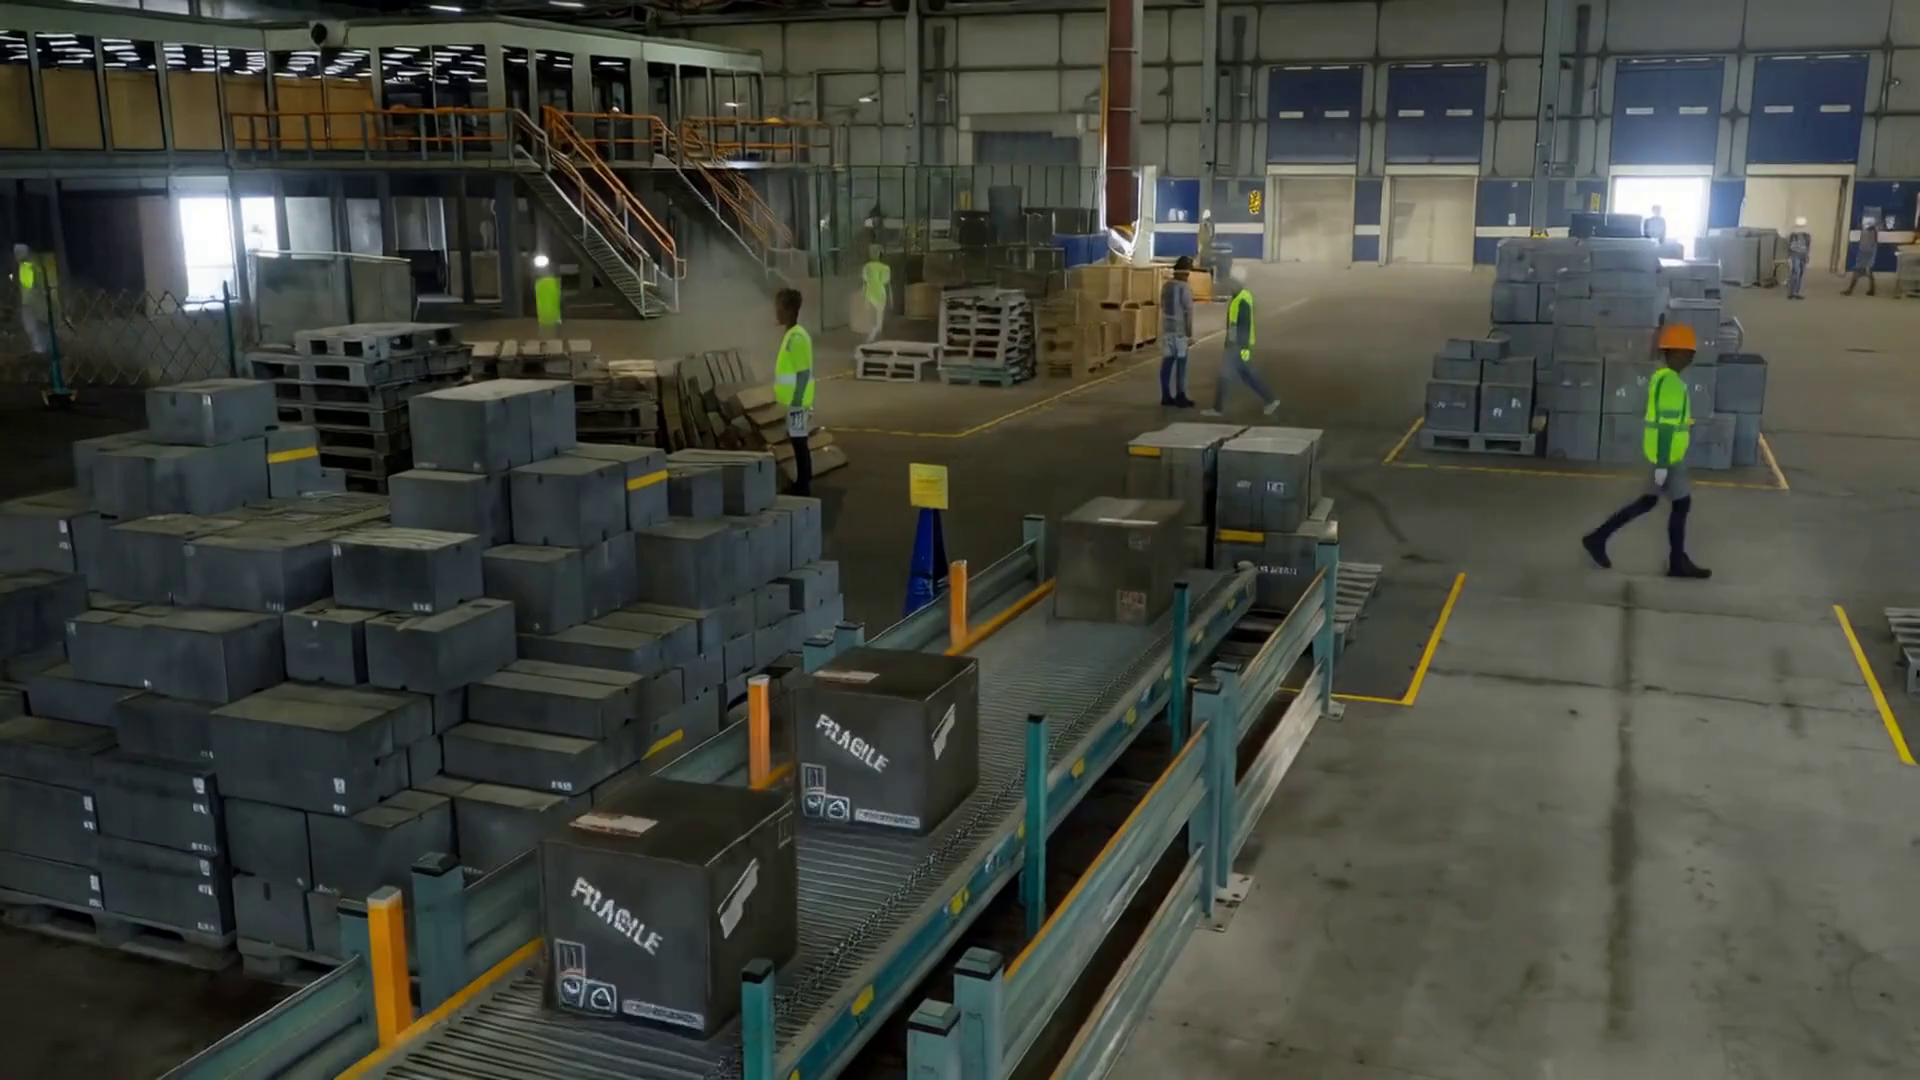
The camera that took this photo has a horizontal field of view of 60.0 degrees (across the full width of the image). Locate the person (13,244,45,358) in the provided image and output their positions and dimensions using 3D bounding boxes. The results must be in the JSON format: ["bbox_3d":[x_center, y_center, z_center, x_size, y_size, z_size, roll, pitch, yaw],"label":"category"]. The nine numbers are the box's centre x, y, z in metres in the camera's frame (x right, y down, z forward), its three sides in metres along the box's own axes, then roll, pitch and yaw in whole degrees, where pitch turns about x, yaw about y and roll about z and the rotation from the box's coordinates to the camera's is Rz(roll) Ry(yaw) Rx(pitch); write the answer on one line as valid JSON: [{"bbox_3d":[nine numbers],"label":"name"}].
[{"bbox_3d":[-15.066,-3.844,26.792,0.483,1.832,0.539,-2,13,-11],"label":"person"}]

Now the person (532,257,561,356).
[{"bbox_3d":[-6.003,-3.245,24.260,0.439,1.753,0.533,6,14,27],"label":"person"}]

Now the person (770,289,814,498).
[{"bbox_3d":[-1.500,-1.267,14.953,0.375,1.959,0.603,-2,13,-9],"label":"person"}]

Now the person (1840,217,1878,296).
[{"bbox_3d":[21.631,-6.761,39.775,1.001,1.878,0.565,-5,13,-21],"label":"person"}]

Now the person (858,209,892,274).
[{"bbox_3d":[-2.445,-8.644,48.242,1.009,1.886,0.635,-6,14,-27],"label":"person"}]

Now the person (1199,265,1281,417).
[{"bbox_3d":[3.468,-2.420,20.312,0.957,1.887,0.586,2,13,7],"label":"person"}]

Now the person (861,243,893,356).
[{"bbox_3d":[-1.375,-3.838,26.748,0.516,1.850,0.783,8,15,31],"label":"person"}]

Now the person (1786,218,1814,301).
[{"bbox_3d":[19.497,-6.509,38.643,0.612,1.917,0.443,-1,13,-6],"label":"person"}]

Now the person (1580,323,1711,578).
[{"bbox_3d":[5.168,-0.667,12.385,0.866,1.913,0.550,3,13,14],"label":"person"}]

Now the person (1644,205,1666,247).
[{"bbox_3d":[19.844,-8.558,47.572,0.616,1.997,0.373,1,13,3],"label":"person"}]

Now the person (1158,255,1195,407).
[{"bbox_3d":[2.785,-2.667,21.302,0.374,1.930,0.542,-10,16,-37],"label":"person"}]

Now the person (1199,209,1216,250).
[{"bbox_3d":[7.560,-9.164,50.685,0.675,1.819,0.636,12,17,42],"label":"person"}]
